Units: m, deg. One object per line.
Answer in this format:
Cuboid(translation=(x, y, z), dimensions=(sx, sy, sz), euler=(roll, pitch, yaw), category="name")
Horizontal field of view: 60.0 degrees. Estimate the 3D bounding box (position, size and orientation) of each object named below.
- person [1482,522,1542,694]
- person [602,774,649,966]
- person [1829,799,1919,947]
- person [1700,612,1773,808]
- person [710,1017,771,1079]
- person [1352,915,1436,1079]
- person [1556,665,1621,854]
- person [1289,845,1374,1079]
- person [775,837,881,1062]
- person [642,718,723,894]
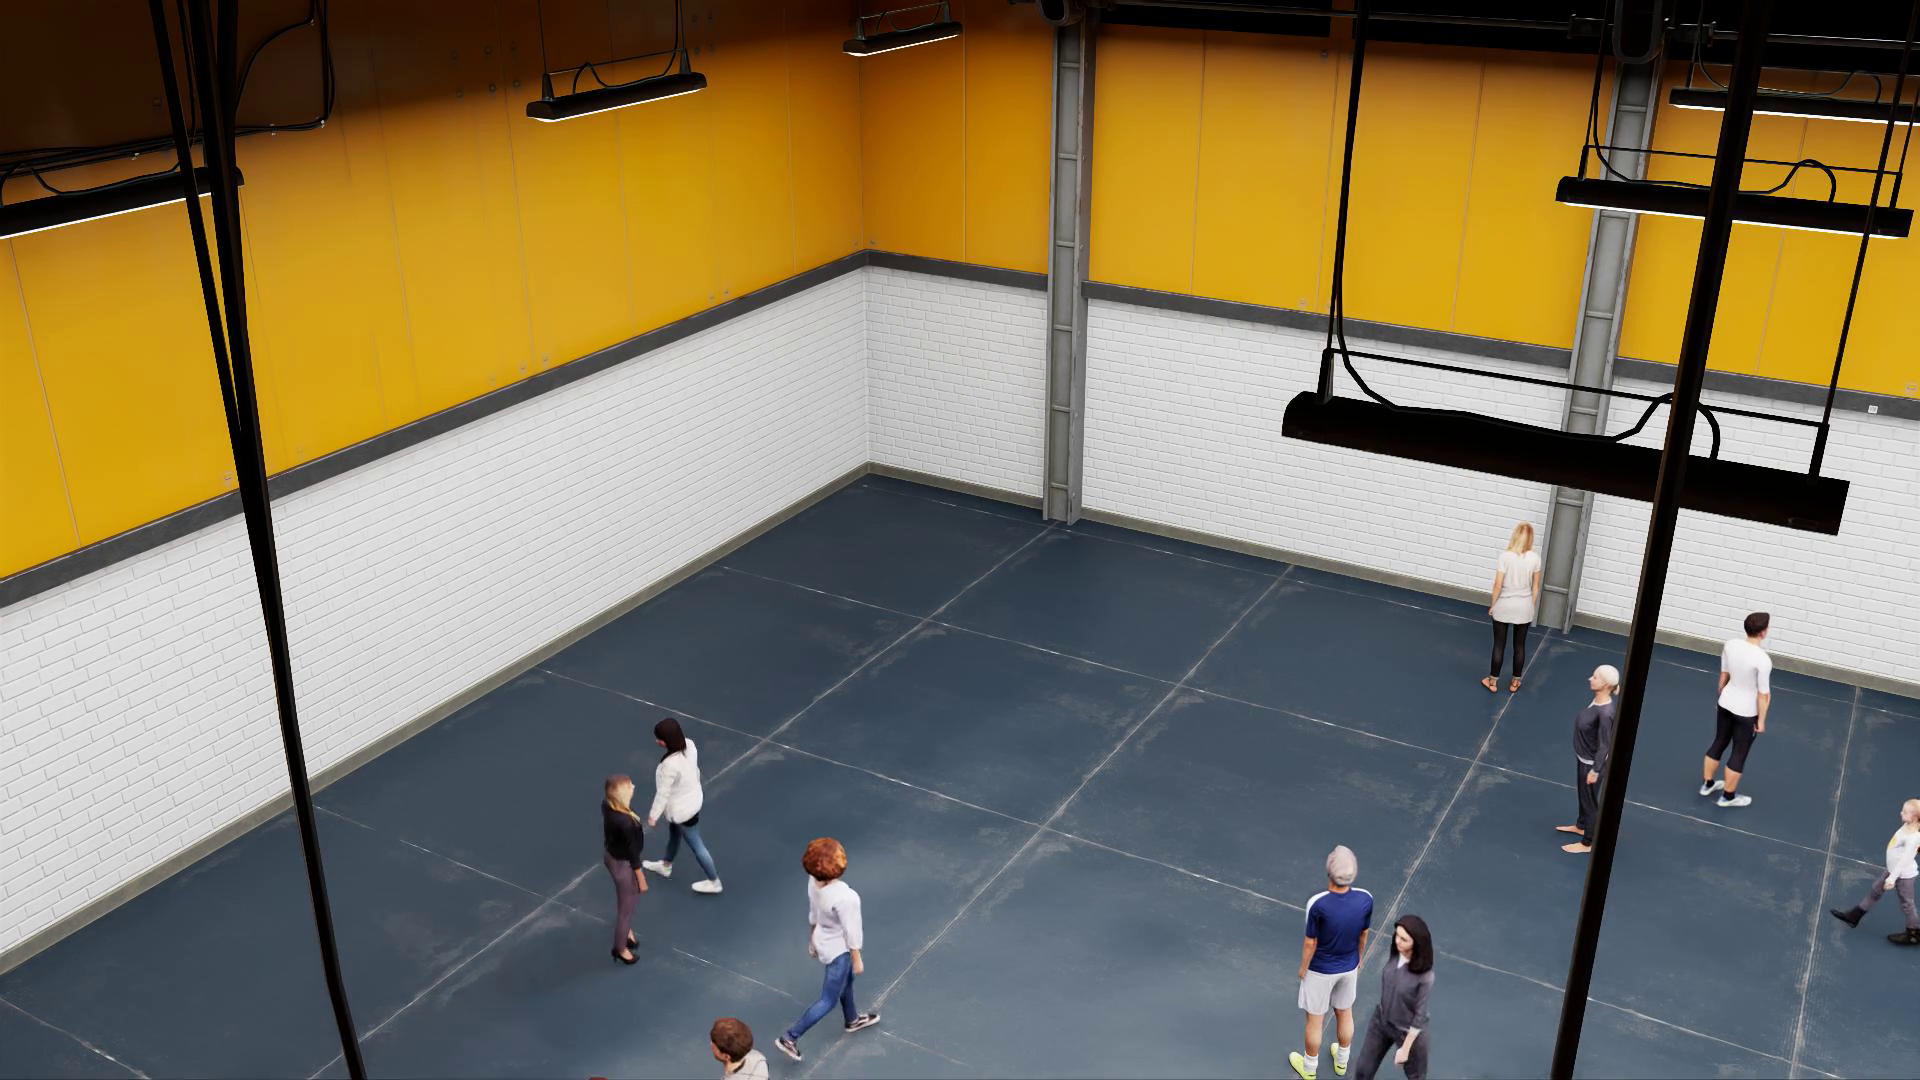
Cuboid(translation=(5.495, 0.672, 16.502), dimensions=(0.605, 1.827, 0.730), euler=(2, 24, 4), category="person")
Cuboid(translation=(-2.616, 2.509, 12.509), dimensions=(0.783, 1.661, 0.677), euler=(-14, 27, -29), category="person")
Cuboid(translation=(7.336, 2.592, 12.838), dimensions=(0.895, 1.243, 0.575), euler=(9, 25, 20), category="person")
Cuboid(translation=(6.852, 1.473, 14.640), dimensions=(0.803, 1.850, 0.712), euler=(-9, 25, -20), category="person")
Cuboid(translation=(-1.164, 3.594, 9.750), dimensions=(0.696, 1.882, 0.745), euler=(8, 25, 18), category="person")
Cuboid(translation=(2.972, 3.174, 10.895), dimensions=(1.054, 1.734, 1.089), euler=(-10, 26, -22), category="person")
Cuboid(translation=(5.337, 1.820, 14.002), dimensions=(0.621, 1.726, 0.663), euler=(5, 24, 12), category="person")
Cuboid(translation=(2.550, 2.901, 11.388), dimensions=(0.713, 1.839, 0.772), euler=(-6, 24, -14), category="person")
Cuboid(translation=(-0.961, 2.875, 11.633), dimensions=(1.053, 1.690, 1.117), euler=(-12, 26, -25), category="person")
Cuboid(translation=(-2.149, 2.155, 13.398), dimensions=(1.059, 1.597, 0.851), euler=(4, 24, 8), category="person")
